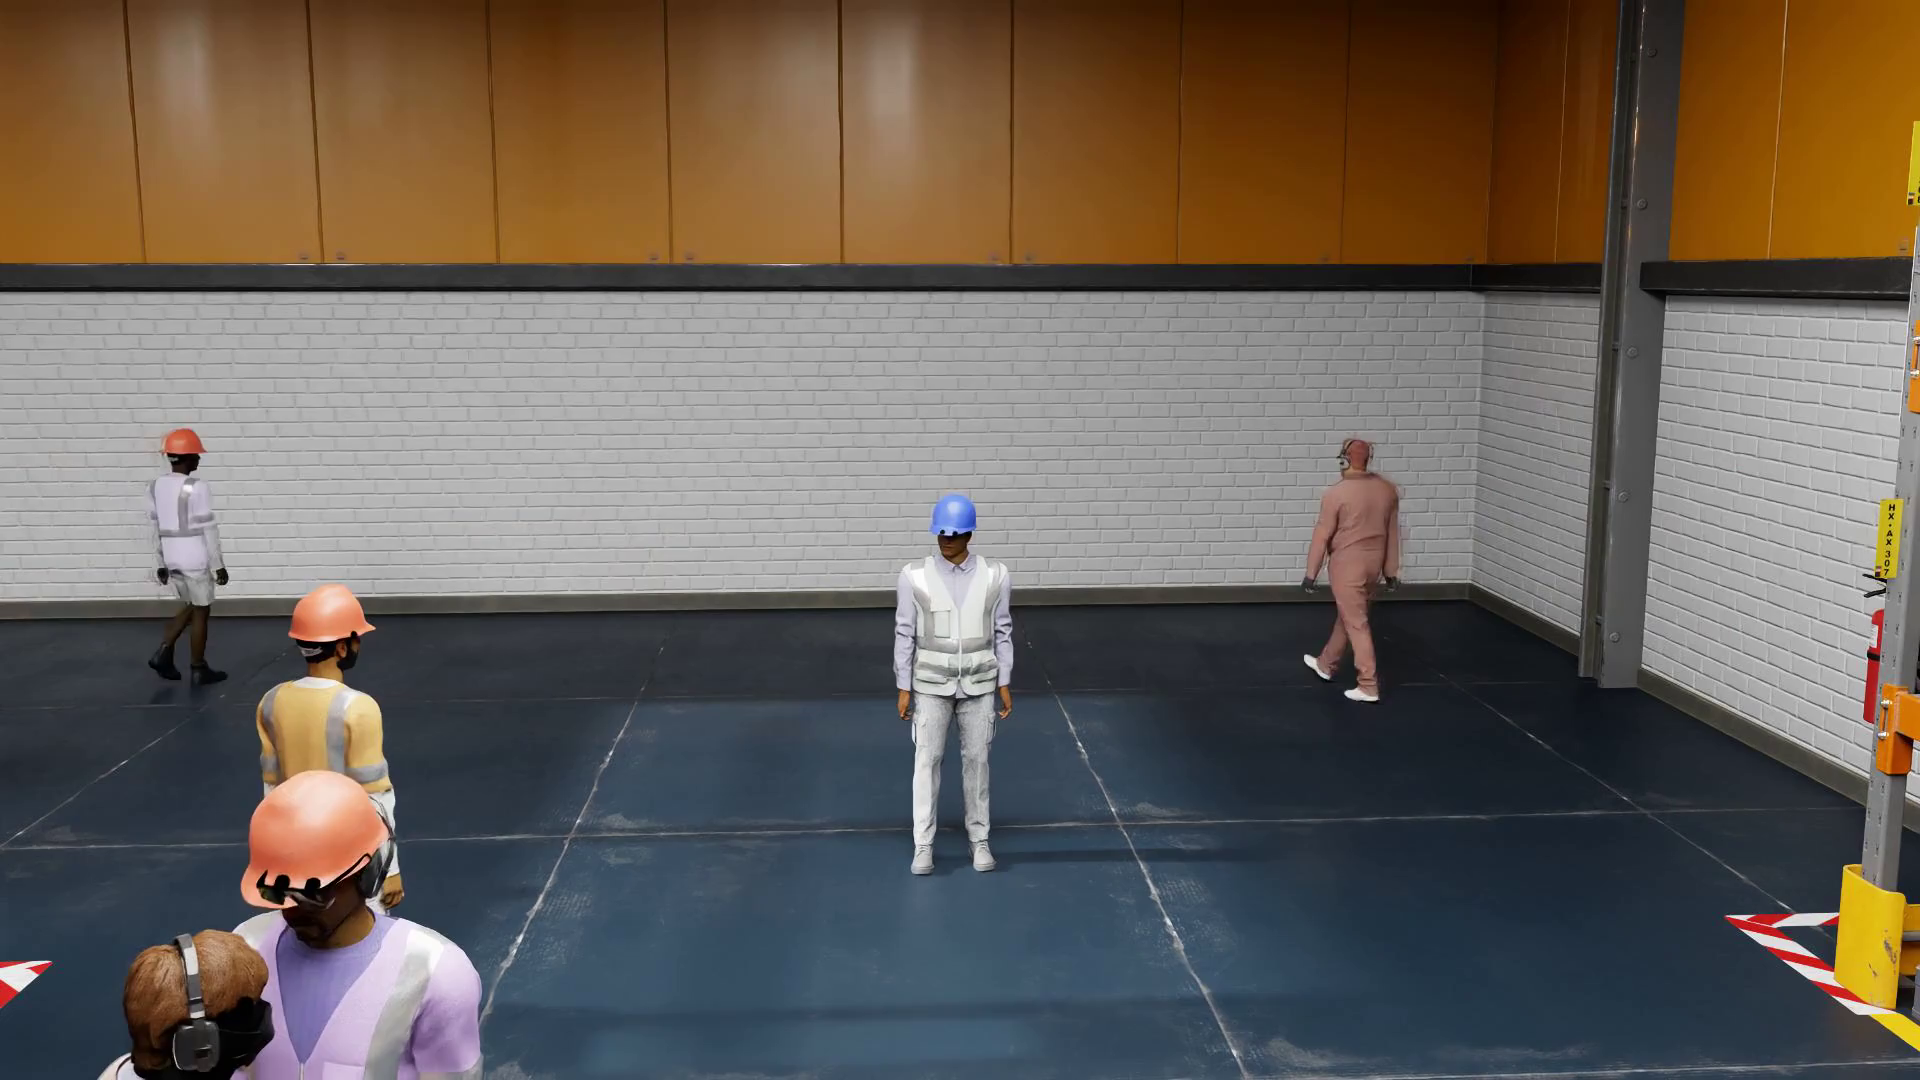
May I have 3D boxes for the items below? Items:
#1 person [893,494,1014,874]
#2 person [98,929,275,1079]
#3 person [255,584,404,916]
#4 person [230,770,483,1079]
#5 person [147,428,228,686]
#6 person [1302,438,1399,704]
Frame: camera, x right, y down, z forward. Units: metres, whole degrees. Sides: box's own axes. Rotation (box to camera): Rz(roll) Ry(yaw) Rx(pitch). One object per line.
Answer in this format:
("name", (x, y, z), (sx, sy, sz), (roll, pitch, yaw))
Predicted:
("person", (-0.029, 0.727, 8.447), (0.616, 1.944, 0.385), (-1, 9, -8))
("person", (-1.391, 1.624, 3.148), (0.429, 1.844, 0.625), (-8, 12, -40))
("person", (-2.235, 1.121, 5.999), (0.542, 1.939, 0.368), (4, 10, 24))
("person", (-1.306, 1.466, 3.532), (0.605, 2.035, 0.384), (2, 9, 13))
("person", (-5.667, 0.142, 12.216), (0.548, 1.924, 0.441), (5, 10, 28))
("person", (2.749, 0.199, 12.005), (0.678, 1.860, 0.951), (-6, 11, -32))
